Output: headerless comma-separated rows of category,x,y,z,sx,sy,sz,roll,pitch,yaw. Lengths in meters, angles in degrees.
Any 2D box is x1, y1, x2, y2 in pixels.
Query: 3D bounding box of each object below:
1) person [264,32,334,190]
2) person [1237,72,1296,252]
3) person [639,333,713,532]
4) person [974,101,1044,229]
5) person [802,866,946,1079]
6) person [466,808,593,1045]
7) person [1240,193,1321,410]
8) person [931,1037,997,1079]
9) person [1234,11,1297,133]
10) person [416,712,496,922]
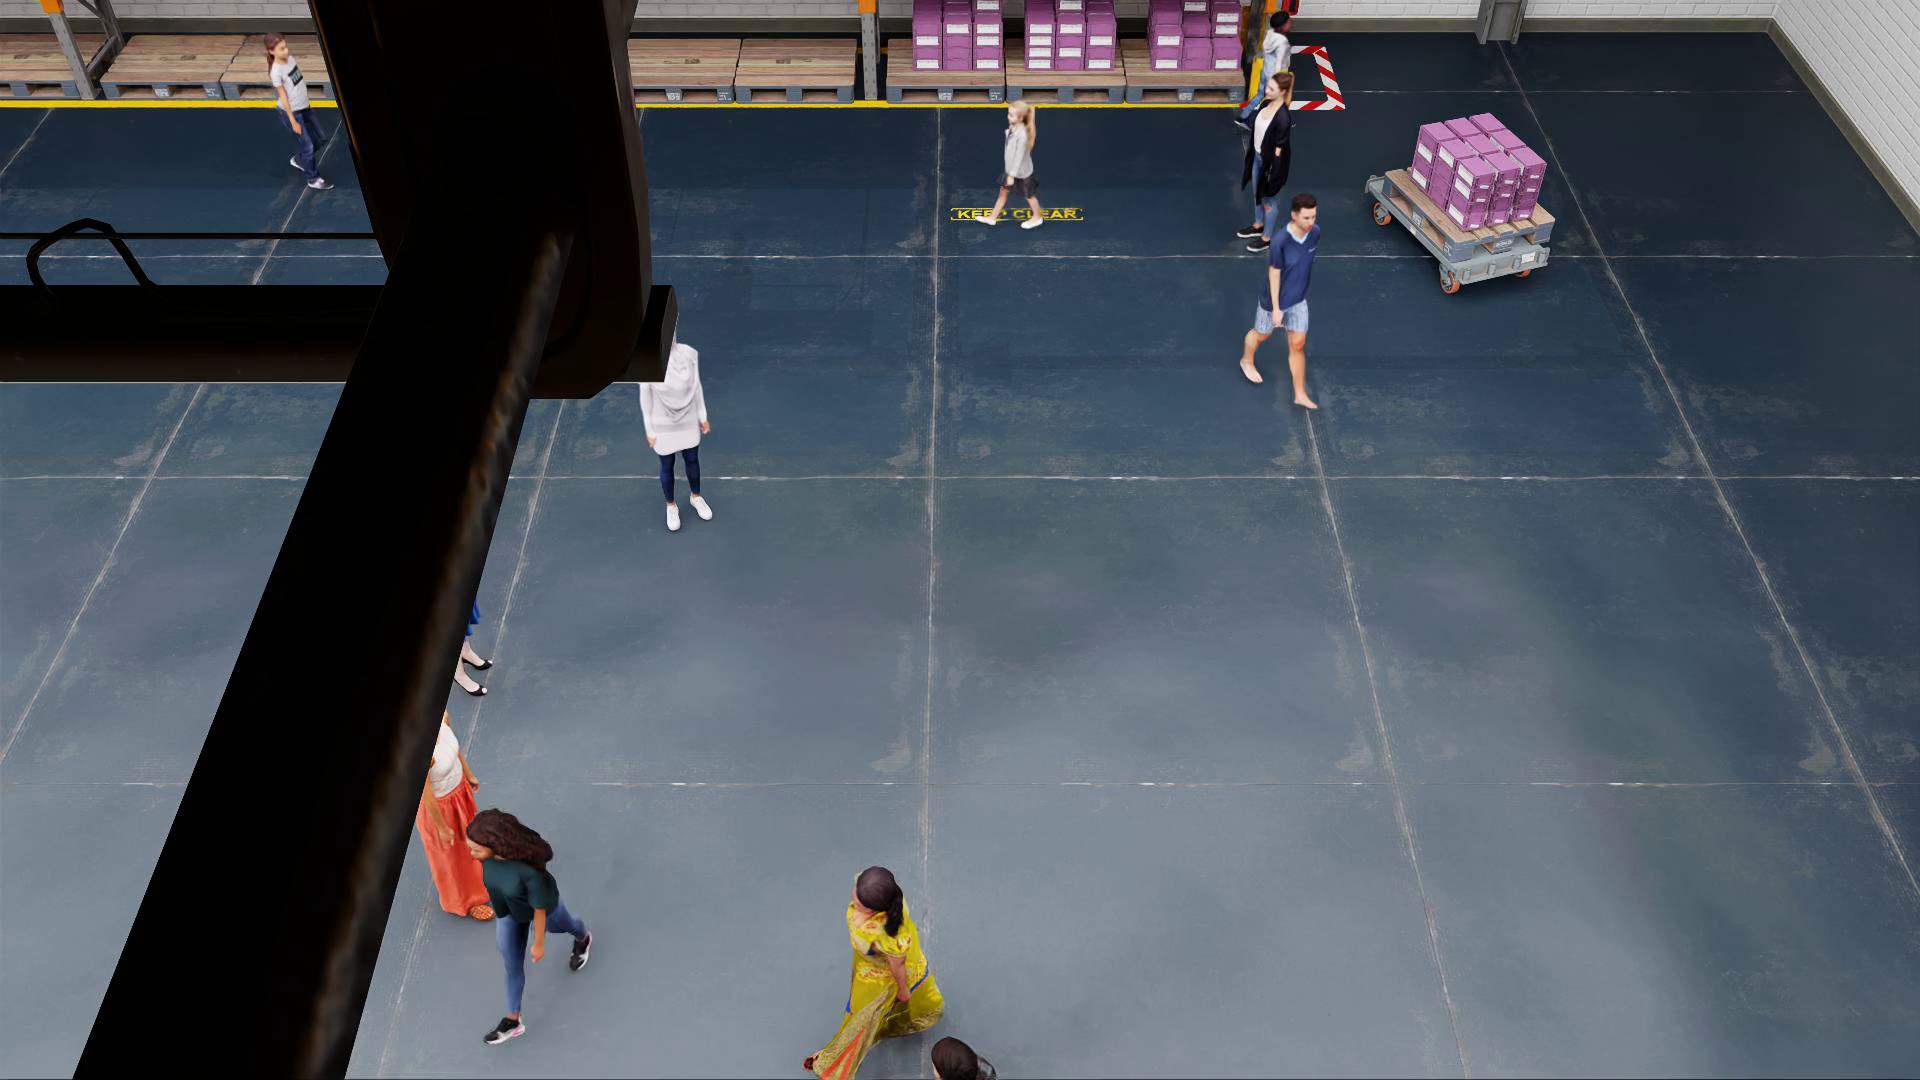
person,-6.159,-3.952,15.293,0.705,1.547,0.617,9,44,9
person,2.709,-3.316,14.526,0.654,1.684,0.688,-12,45,-12
person,-2.038,-0.851,11.872,0.608,1.775,0.744,-17,46,-17
person,0.584,-3.327,14.855,0.907,1.245,0.671,-12,45,-13
person,-0.301,2.200,8.784,1.179,1.617,0.939,-11,45,-11
person,-2.287,1.949,9.088,1.124,1.562,0.956,15,46,16
person,2.467,-1.936,12.993,1.152,1.800,1.010,-17,46,-17
person,0.002,2.933,8.025,0.704,1.714,0.749,21,47,21
person,2.985,-4.518,16.103,0.917,1.248,0.653,-13,45,-13
person,-2.910,1.477,9.409,0.604,1.802,0.643,4,44,5
